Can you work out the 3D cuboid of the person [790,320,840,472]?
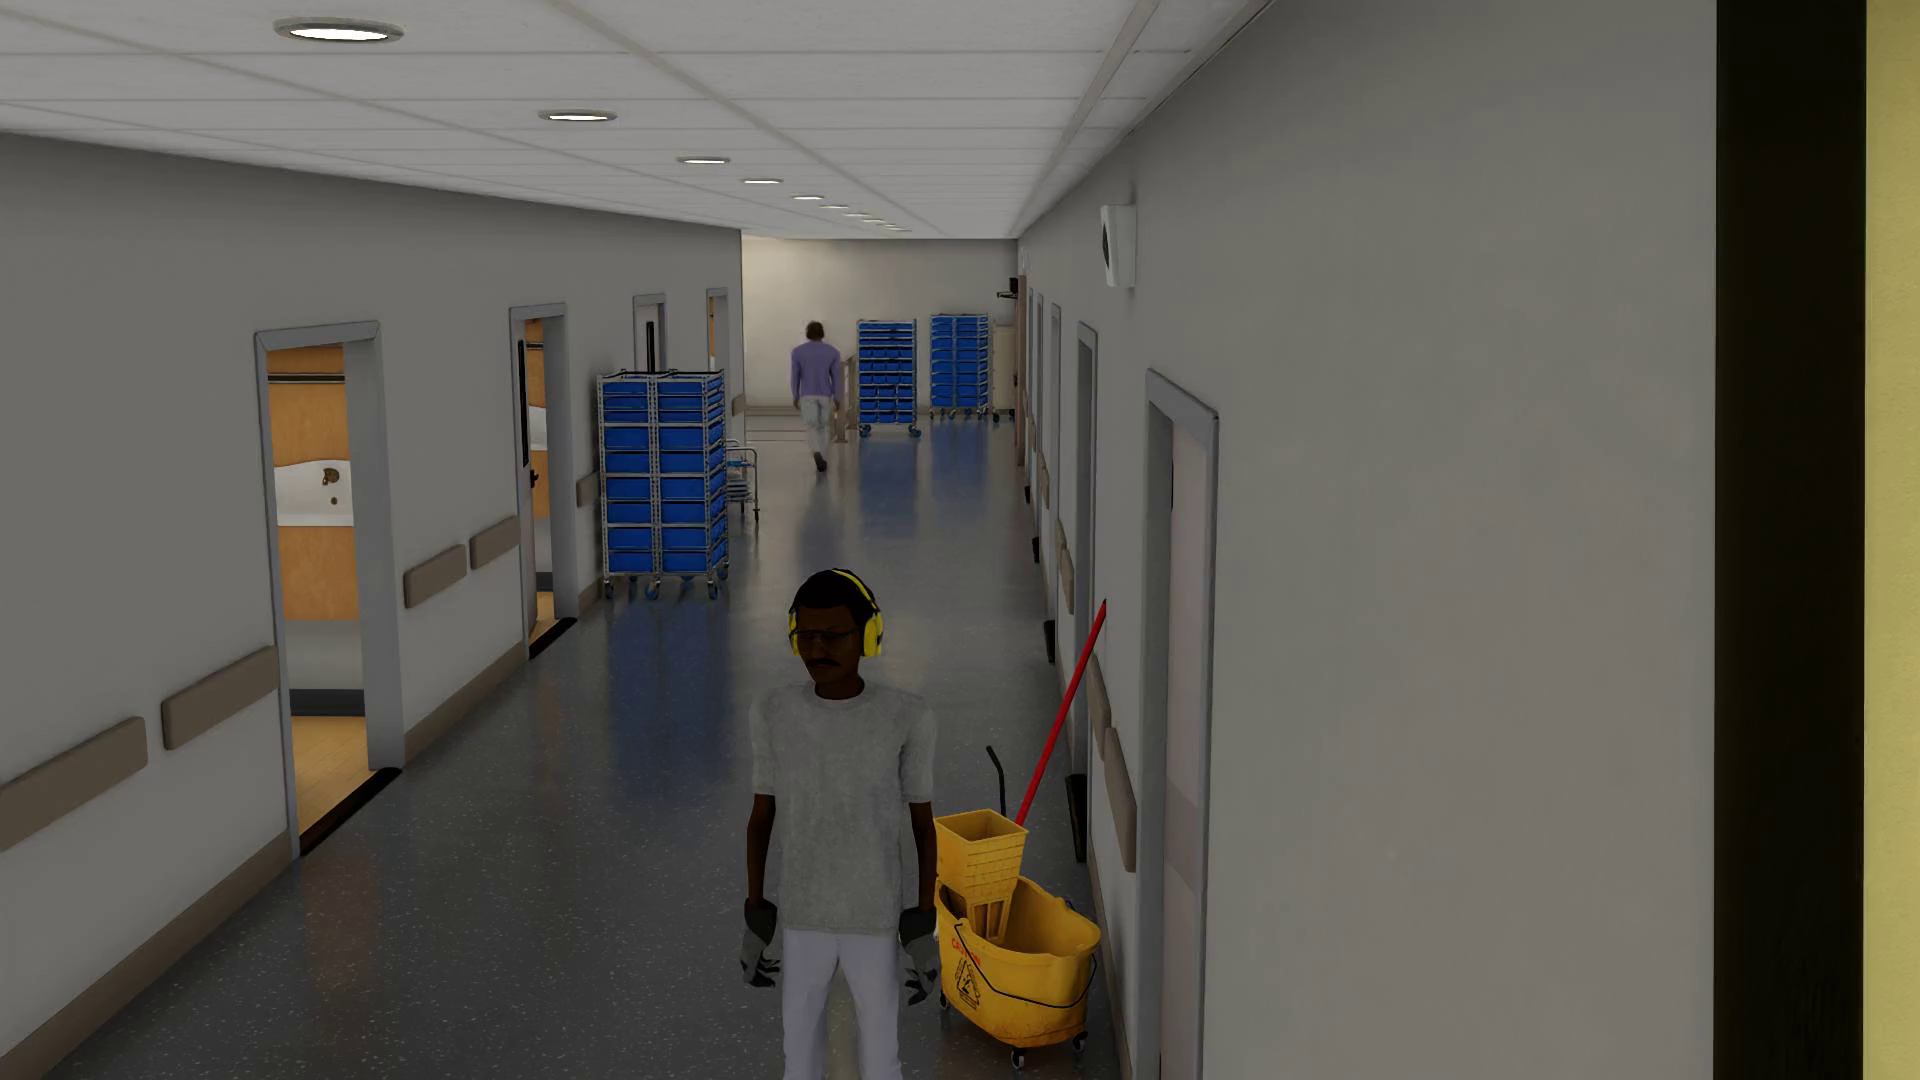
[{"bbox_3d":[-1.804,-1.808,20.962,0.626,1.905,0.917,-2,10,-14],"label":"person"}]

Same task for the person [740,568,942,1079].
[{"bbox_3d":[-0.309,0.990,4.251,0.531,1.870,0.316,1,10,8],"label":"person"}]
